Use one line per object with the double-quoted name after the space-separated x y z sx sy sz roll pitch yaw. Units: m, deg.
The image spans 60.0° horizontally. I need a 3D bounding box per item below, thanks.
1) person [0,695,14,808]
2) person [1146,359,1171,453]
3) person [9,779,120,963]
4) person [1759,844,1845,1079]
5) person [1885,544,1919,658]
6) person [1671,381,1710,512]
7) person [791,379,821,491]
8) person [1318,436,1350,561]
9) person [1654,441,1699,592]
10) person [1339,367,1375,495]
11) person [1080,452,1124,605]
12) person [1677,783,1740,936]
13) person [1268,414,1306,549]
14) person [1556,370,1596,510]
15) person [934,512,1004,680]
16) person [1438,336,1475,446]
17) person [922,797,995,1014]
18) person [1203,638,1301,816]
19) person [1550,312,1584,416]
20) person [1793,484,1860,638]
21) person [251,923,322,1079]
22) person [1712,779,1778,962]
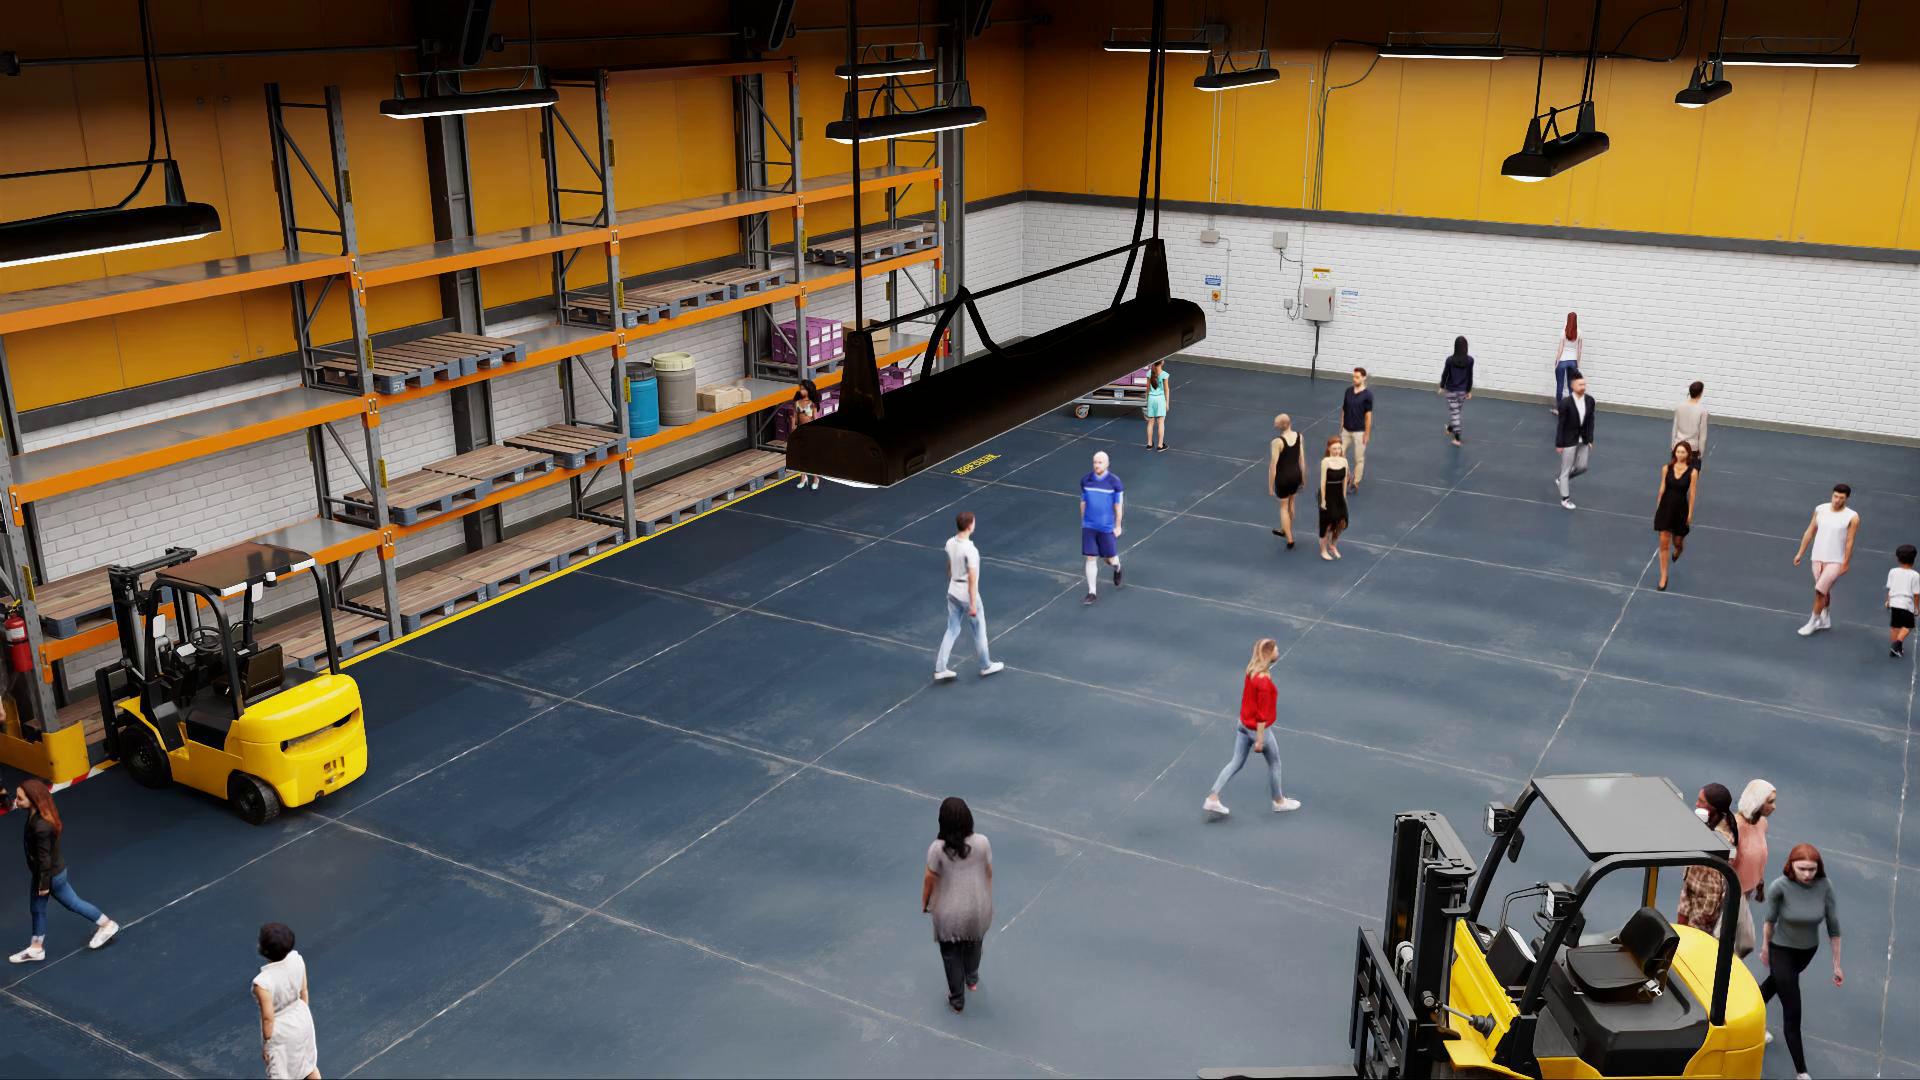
-8.664 1.568 14.665 0.777 1.684 0.968 8 20 23 "person"
3.076 -2.169 25.957 0.538 1.558 0.521 11 21 29 "person"
-6.713 2.448 12.420 1.055 1.448 0.823 -14 23 -36 "person"
5.530 2.760 11.144 1.028 1.671 1.247 -1 19 -4 "person"
10.156 0.681 17.983 0.708 1.247 0.644 -12 22 -32 "person"
9.896 -1.243 22.741 0.779 1.857 0.739 -17 25 -40 "person"
-2.201 -1.536 23.975 0.568 1.624 0.552 10 21 28 "person"
4.657 -0.545 21.058 0.687 1.607 0.747 -6 19 -16 "person"
8.609 -0.305 20.016 0.601 1.818 0.974 12 22 32 "person"
5.686 -1.574 23.730 0.720 1.851 0.673 17 25 41 "person"
1.680 -0.170 19.612 0.743 1.821 1.040 8 20 23 "person"
5.278 2.536 11.643 0.873 1.778 0.922 1 19 4 "person"
4.204 -0.723 21.345 0.986 1.762 1.036 -5 19 -16 "person"
8.497 -1.427 23.151 0.959 1.943 1.023 -4 19 -12 "person"
-0.028 0.617 17.265 1.152 1.826 0.917 -15 24 -37 "person"
7.850 -2.326 26.211 0.973 1.693 1.135 -1 19 -4 "person"
0.015 2.601 11.733 0.873 1.596 0.933 -4 19 -13 "person"
2.478 1.661 14.424 1.153 1.661 1.113 -4 19 -13 "person"
10.263 -2.986 28.102 0.661 1.739 0.690 -1 19 -3 "person"
9.781 0.204 18.606 1.029 1.752 0.930 -8 20 -22 "person"
-4.204 3.075 10.394 0.646 1.554 0.500 7 20 20 "person"
5.489 2.470 11.944 0.703 1.710 0.788 -14 23 -35 "person"
